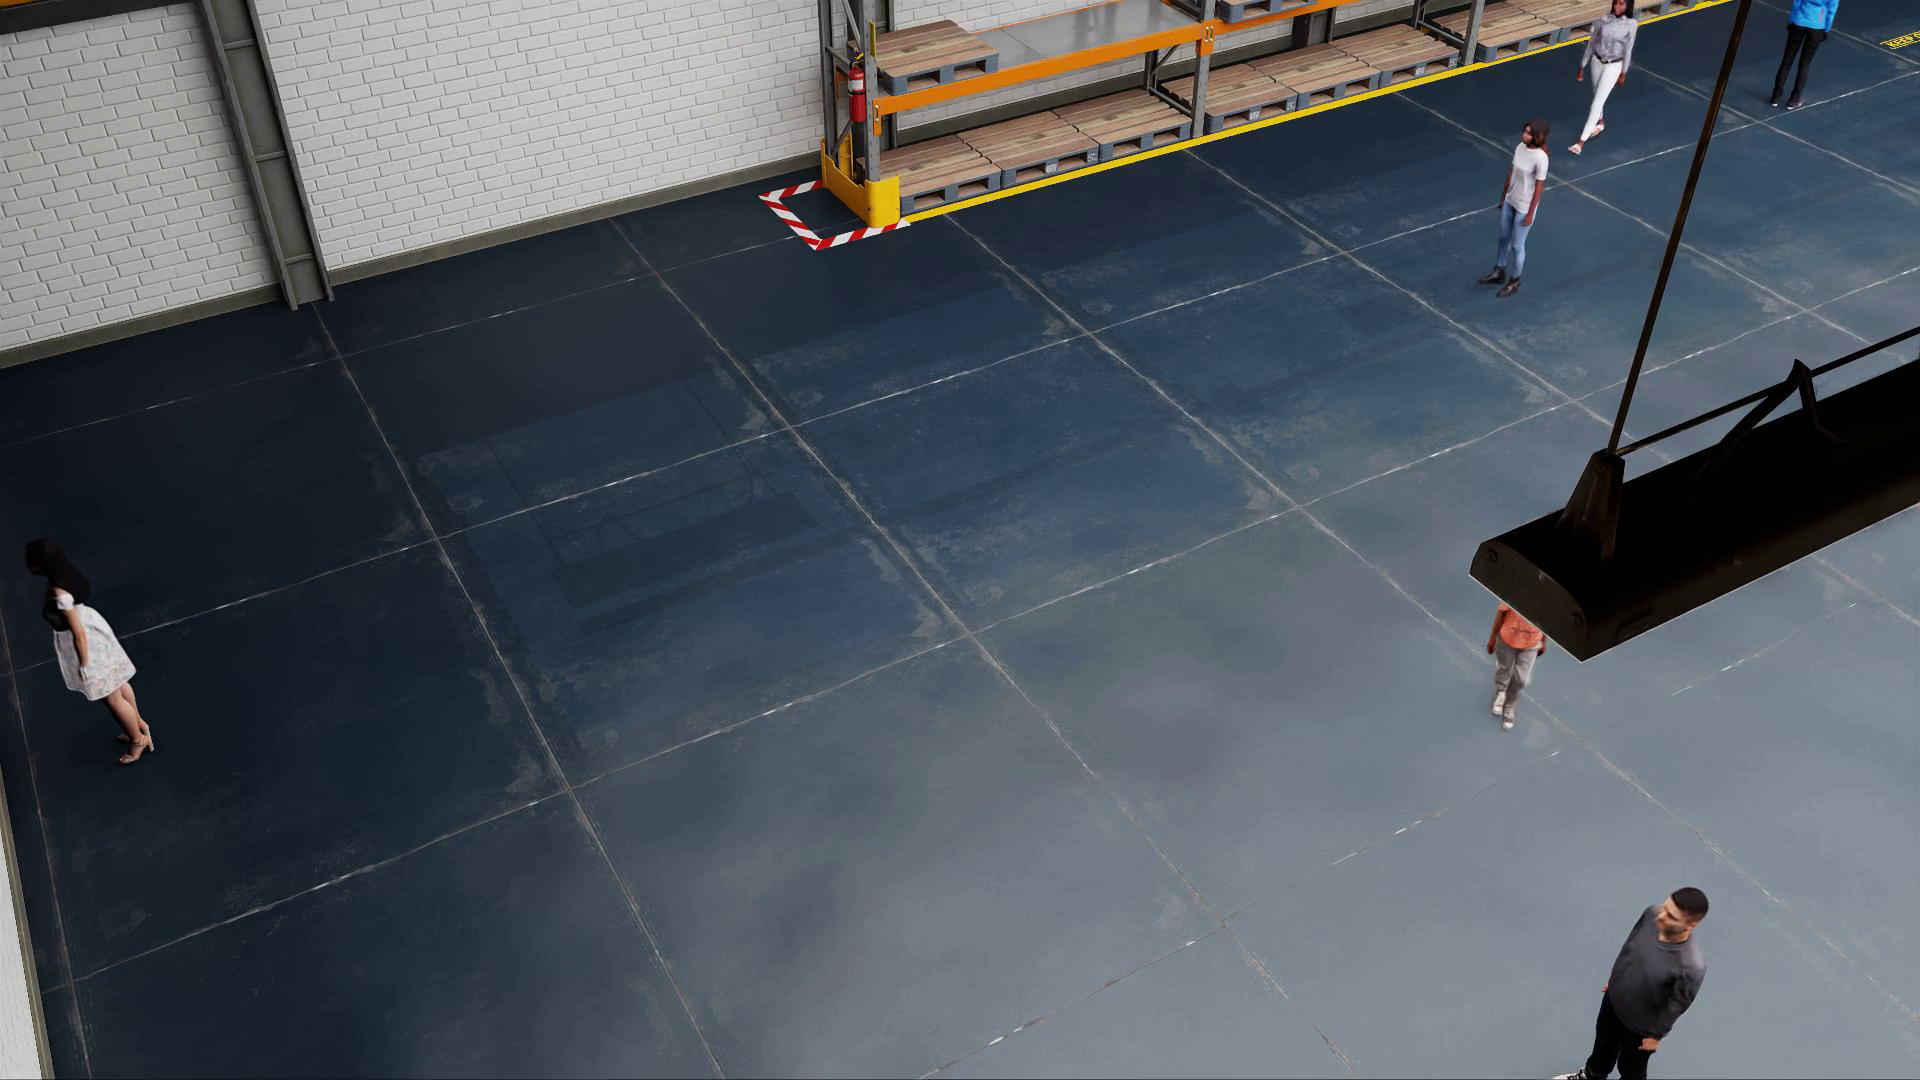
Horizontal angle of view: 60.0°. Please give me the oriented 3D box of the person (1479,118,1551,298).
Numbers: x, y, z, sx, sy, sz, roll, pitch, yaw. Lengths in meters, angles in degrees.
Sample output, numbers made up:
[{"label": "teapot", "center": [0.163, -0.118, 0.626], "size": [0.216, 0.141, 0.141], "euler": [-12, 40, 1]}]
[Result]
[{"label": "person", "center": [5.120, -3.048, 15.206], "size": [0.562, 1.720, 0.619], "euler": [-13, 40, -16]}]

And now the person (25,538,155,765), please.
[{"label": "person", "center": [-5.486, 0.699, 10.471], "size": [0.680, 1.773, 0.687], "euler": [-13, 40, -16]}]

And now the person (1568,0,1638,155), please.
[{"label": "person", "center": [6.882, -4.993, 17.687], "size": [0.824, 1.662, 1.275], "euler": [31, 48, 33]}]

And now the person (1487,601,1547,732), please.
[{"label": "person", "center": [3.696, 0.600, 10.973], "size": [0.655, 1.302, 0.717], "euler": [15, 41, 17]}]

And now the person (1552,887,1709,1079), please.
[{"label": "person", "center": [3.436, 2.354, 8.408], "size": [0.627, 1.761, 0.669], "euler": [-10, 40, -12]}]

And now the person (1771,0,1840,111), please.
[{"label": "person", "center": [9.394, -5.680, 18.432], "size": [0.679, 1.806, 0.637], "euler": [28, 46, 30]}]
